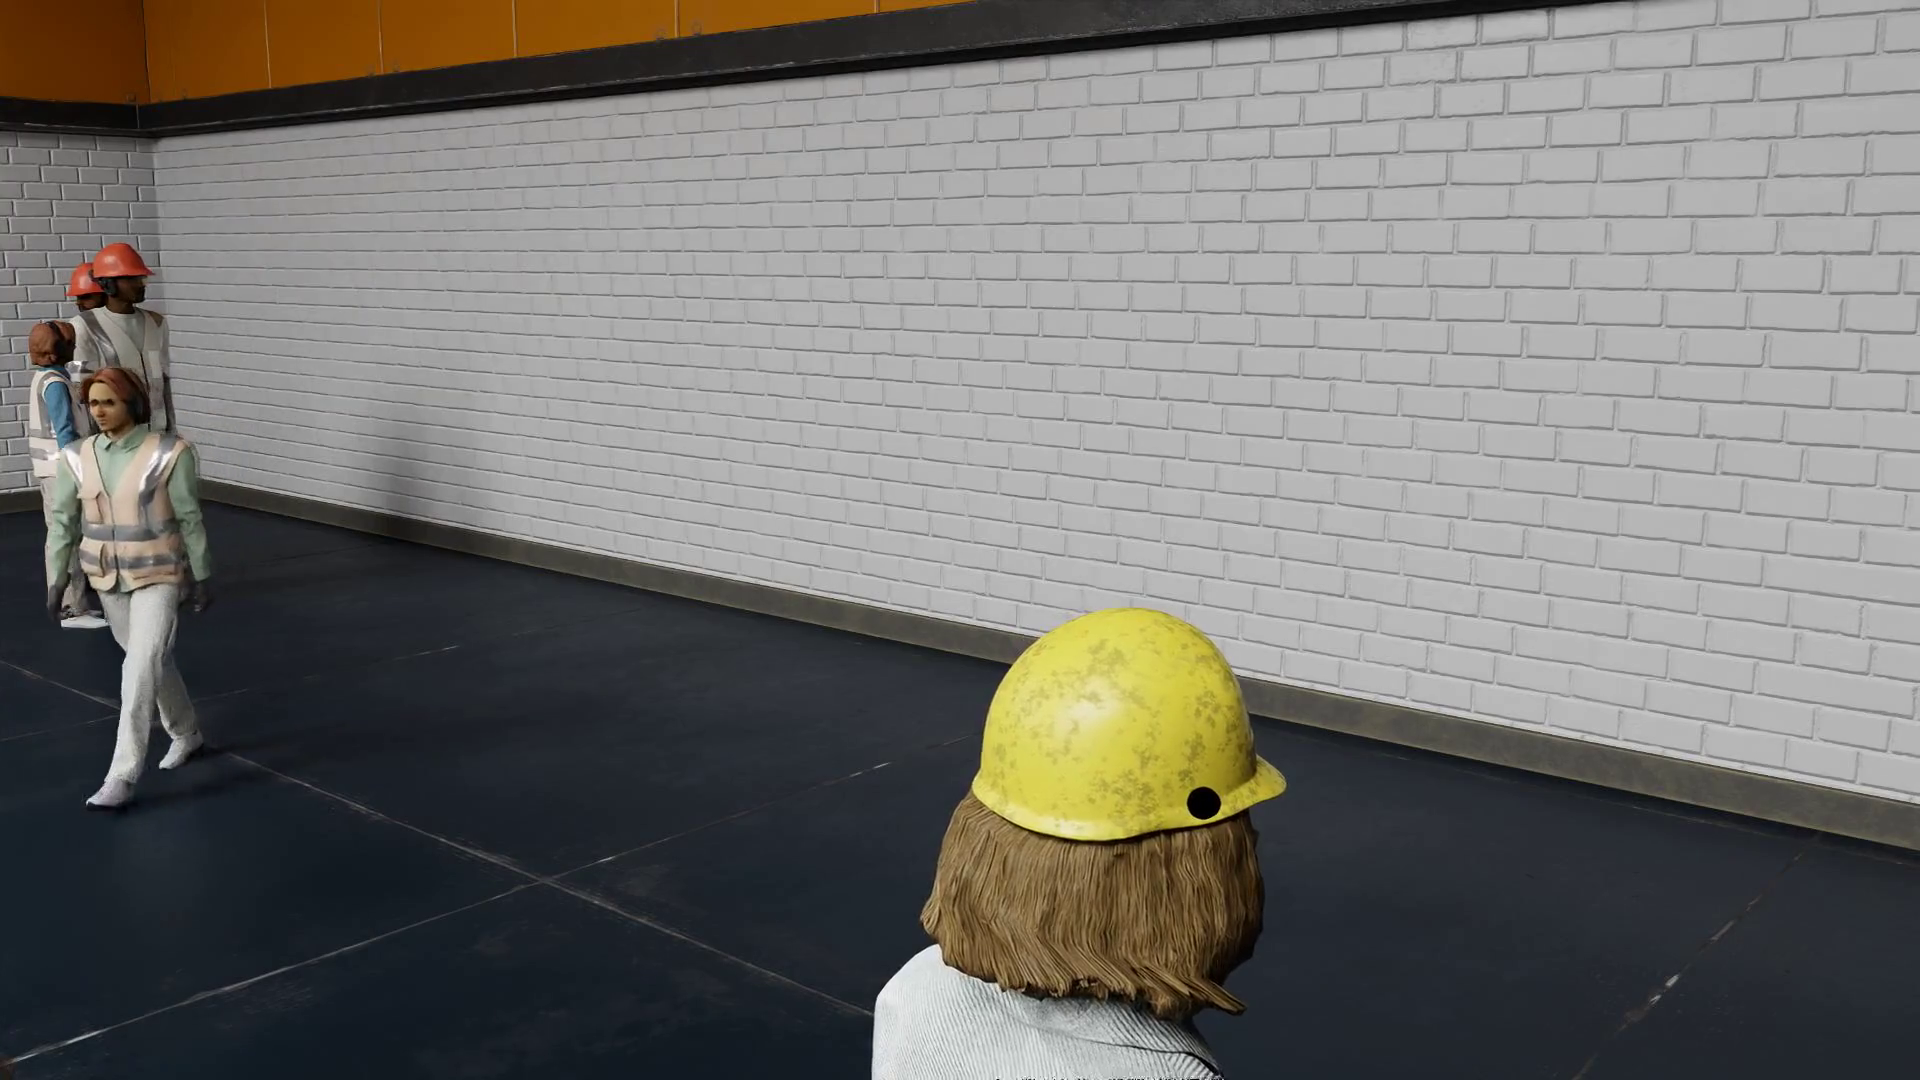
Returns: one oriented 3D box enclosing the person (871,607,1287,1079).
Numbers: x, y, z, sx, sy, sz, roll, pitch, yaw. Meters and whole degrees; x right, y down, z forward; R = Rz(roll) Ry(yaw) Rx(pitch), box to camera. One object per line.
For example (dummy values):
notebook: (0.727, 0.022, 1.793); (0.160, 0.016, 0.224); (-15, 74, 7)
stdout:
person: (0.120, 0.912, 1.432); (0.295, 1.743, 0.493); (-8, 13, -37)

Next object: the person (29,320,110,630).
person: (-4.771, -0.343, 8.862); (0.307, 1.645, 0.520); (-7, 12, -36)

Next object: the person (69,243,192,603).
person: (-4.630, -0.624, 9.317); (0.369, 2.044, 0.615); (5, 11, 25)

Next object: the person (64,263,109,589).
person: (-5.013, -0.654, 9.797); (0.552, 1.935, 0.373); (3, 10, 16)

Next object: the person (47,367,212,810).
person: (-3.087, 0.154, 6.174); (0.538, 1.585, 0.880); (1, 10, 5)
